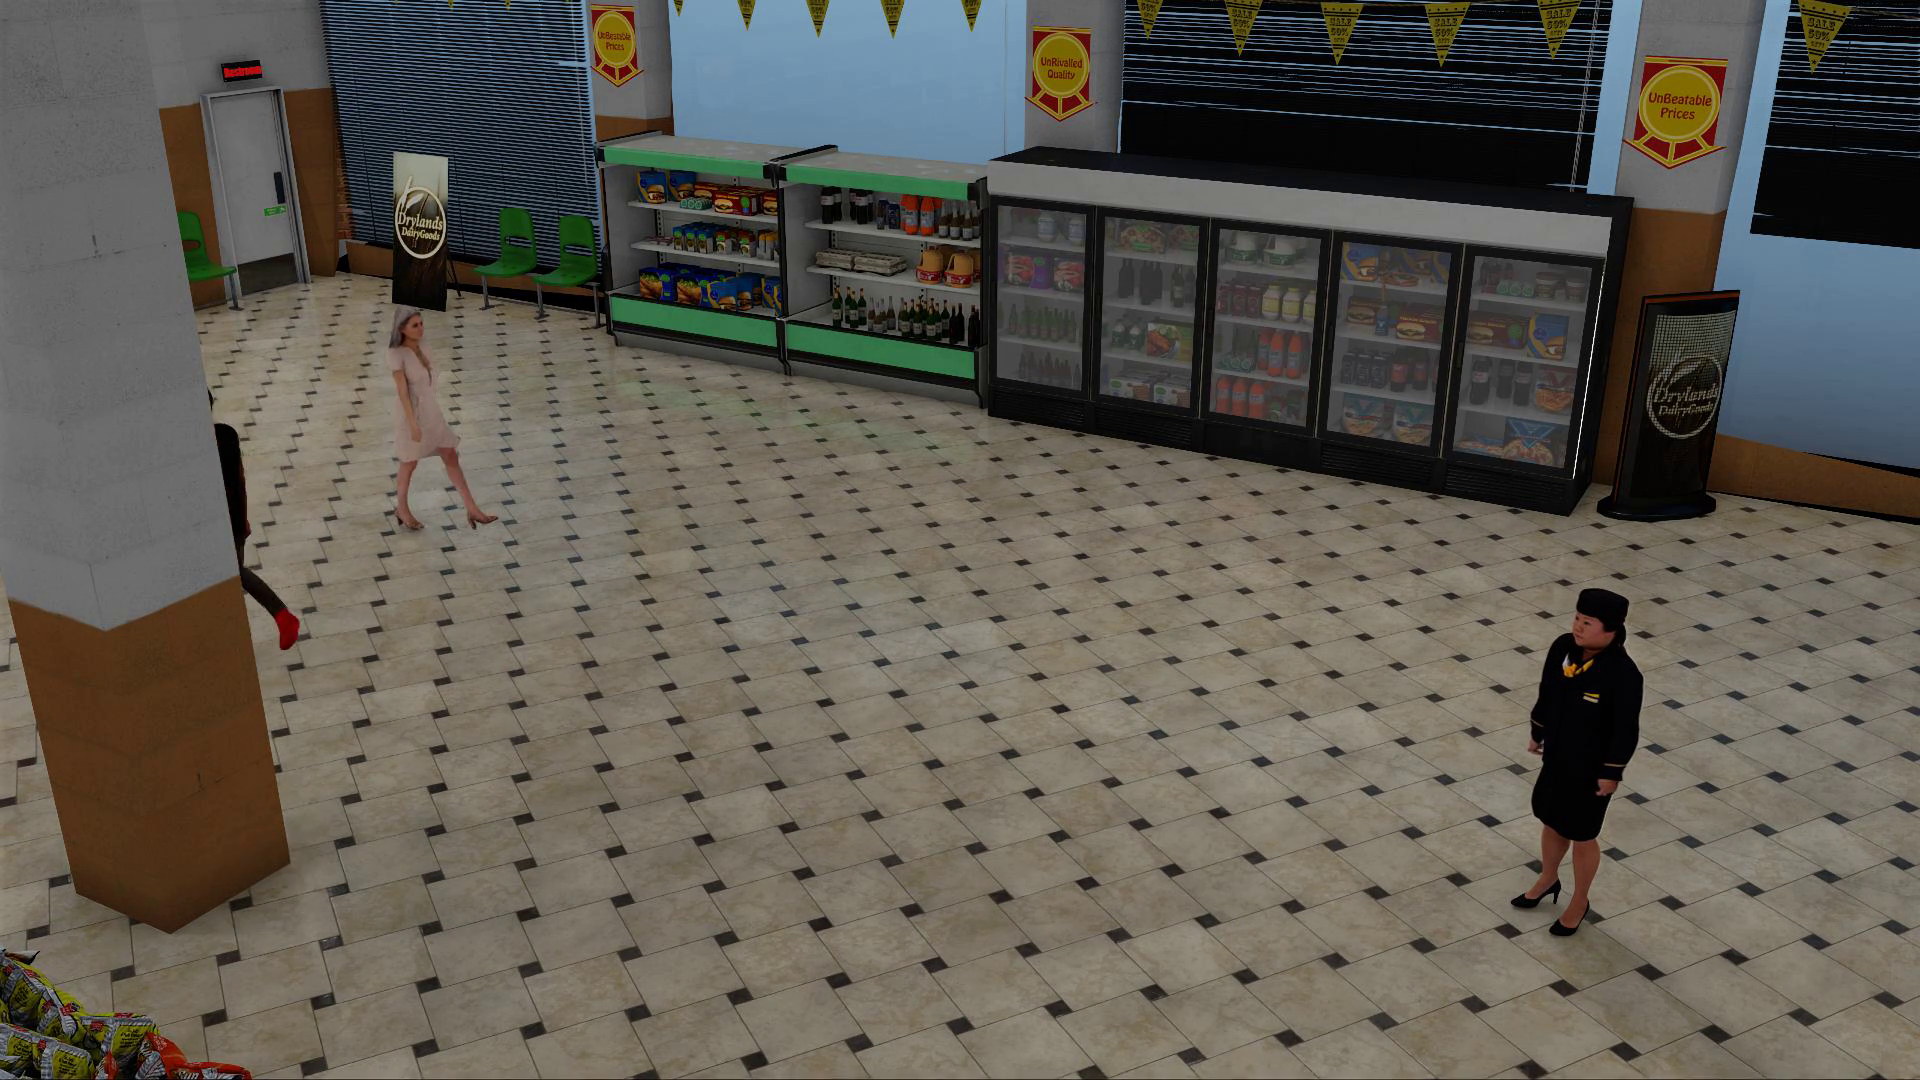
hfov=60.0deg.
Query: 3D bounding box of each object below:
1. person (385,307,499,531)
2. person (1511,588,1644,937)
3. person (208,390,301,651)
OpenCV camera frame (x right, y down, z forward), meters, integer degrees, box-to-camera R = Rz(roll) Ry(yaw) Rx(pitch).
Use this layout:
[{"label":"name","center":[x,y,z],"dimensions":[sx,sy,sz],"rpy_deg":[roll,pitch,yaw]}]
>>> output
[{"label":"person","center":[-4.038,-0.851,12.146],"dimensions":[1.111,1.702,0.720],"rpy_deg":[8,23,18]},{"label":"person","center":[2.821,1.006,7.568],"dimensions":[0.869,1.671,0.774],"rpy_deg":[-10,24,-22]},{"label":"person","center":[-4.403,-0.063,10.064],"dimensions":[1.001,1.793,0.788],"rpy_deg":[6,23,15]}]
